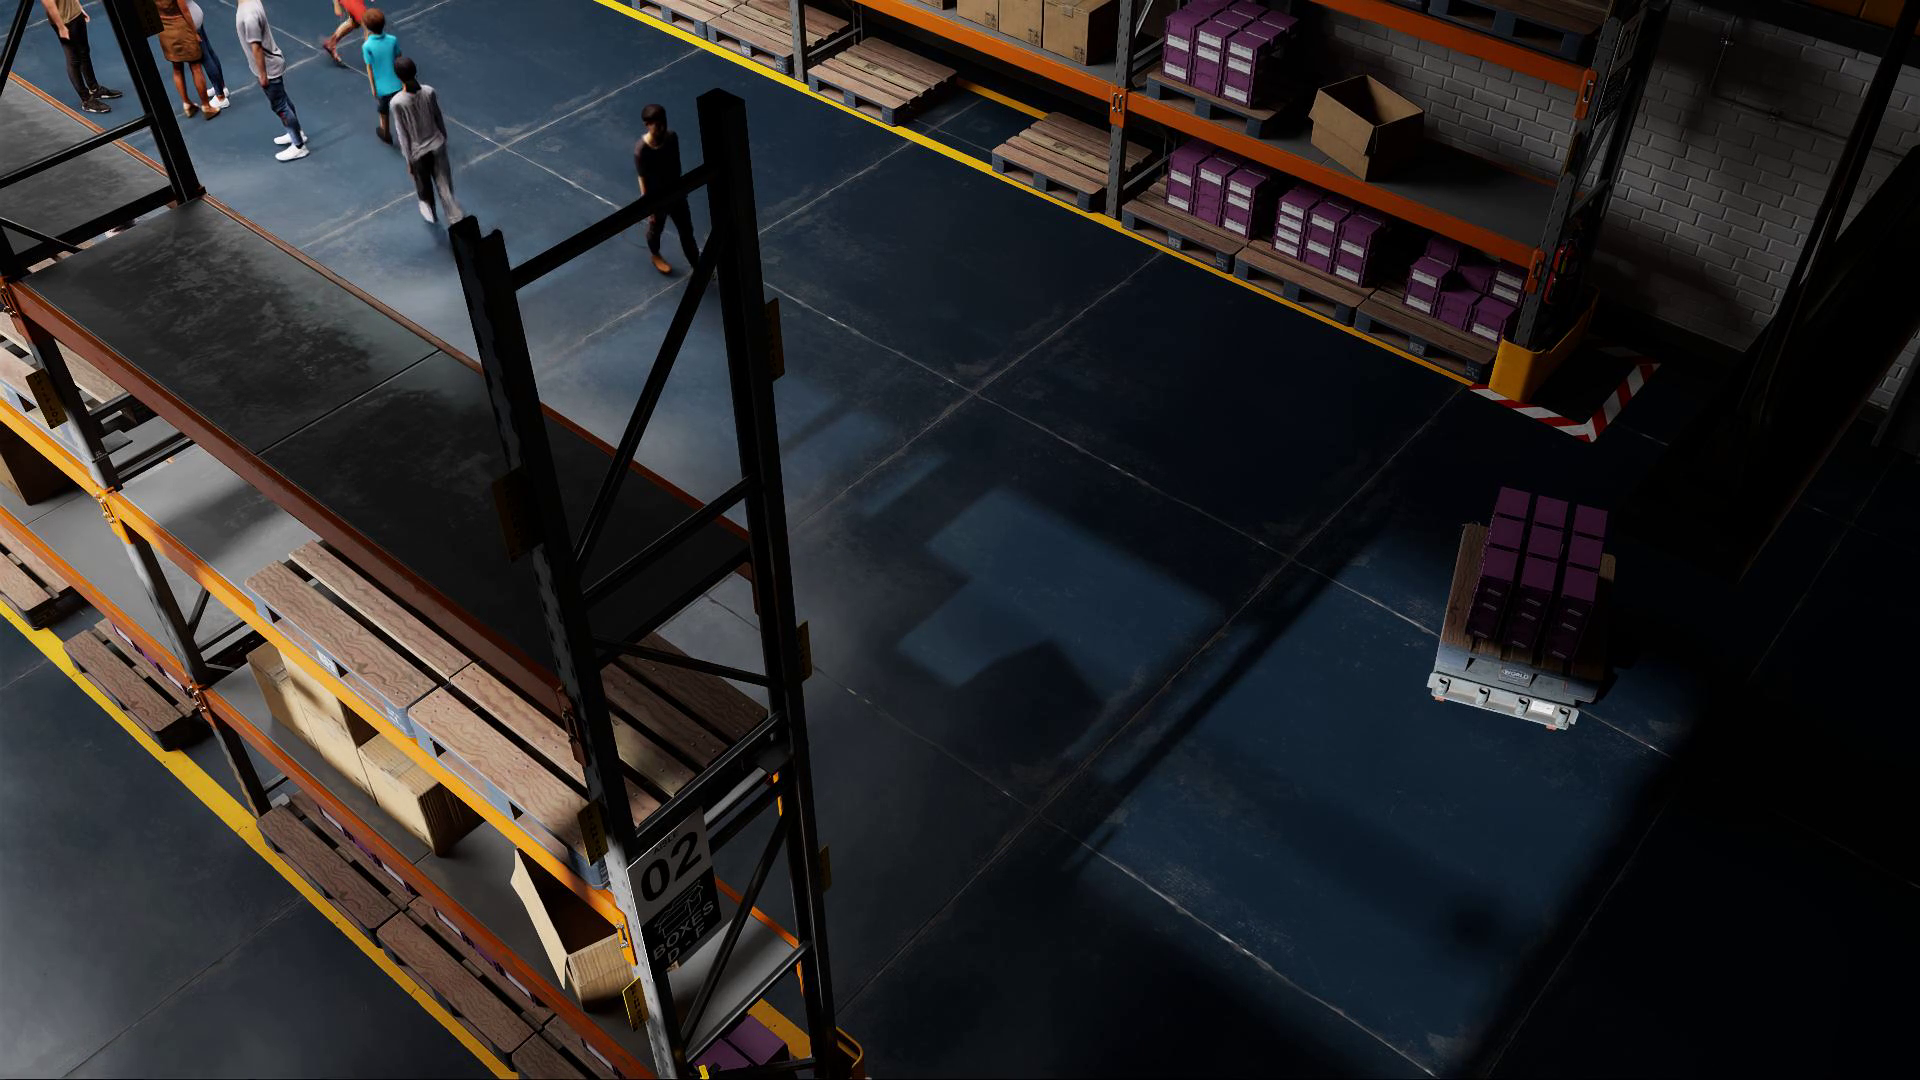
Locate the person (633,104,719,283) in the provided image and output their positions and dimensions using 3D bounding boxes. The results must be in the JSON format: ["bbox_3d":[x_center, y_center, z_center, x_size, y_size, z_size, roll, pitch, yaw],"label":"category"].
[{"bbox_3d":[-2.570,-2.965,14.164,0.697,1.673,1.057,-34,53,-31],"label":"person"}]

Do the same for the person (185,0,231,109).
[{"bbox_3d":[-7.546,-5.099,16.359,0.749,1.736,0.657,-10,44,-10],"label":"person"}]

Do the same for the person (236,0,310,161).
[{"bbox_3d":[-6.516,-4.500,15.622,0.805,1.886,0.670,-16,46,-16],"label":"person"}]

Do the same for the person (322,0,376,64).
[{"bbox_3d":[-6.248,-5.517,16.838,1.199,1.681,0.924,10,45,10],"label":"person"}]

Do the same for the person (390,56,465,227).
[{"bbox_3d":[-4.602,-3.323,14.504,0.811,1.724,1.183,-25,49,-24],"label":"person"}]

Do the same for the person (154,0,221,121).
[{"bbox_3d":[-7.630,-4.926,16.215,0.588,1.683,0.696,9,44,9],"label":"person"}]

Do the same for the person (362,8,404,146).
[{"bbox_3d":[-5.379,-4.309,15.747,0.651,1.435,0.828,-28,50,-27],"label":"person"}]

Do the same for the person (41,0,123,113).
[{"bbox_3d":[-8.777,-5.135,16.312,0.784,1.852,0.748,1,44,1],"label":"person"}]
